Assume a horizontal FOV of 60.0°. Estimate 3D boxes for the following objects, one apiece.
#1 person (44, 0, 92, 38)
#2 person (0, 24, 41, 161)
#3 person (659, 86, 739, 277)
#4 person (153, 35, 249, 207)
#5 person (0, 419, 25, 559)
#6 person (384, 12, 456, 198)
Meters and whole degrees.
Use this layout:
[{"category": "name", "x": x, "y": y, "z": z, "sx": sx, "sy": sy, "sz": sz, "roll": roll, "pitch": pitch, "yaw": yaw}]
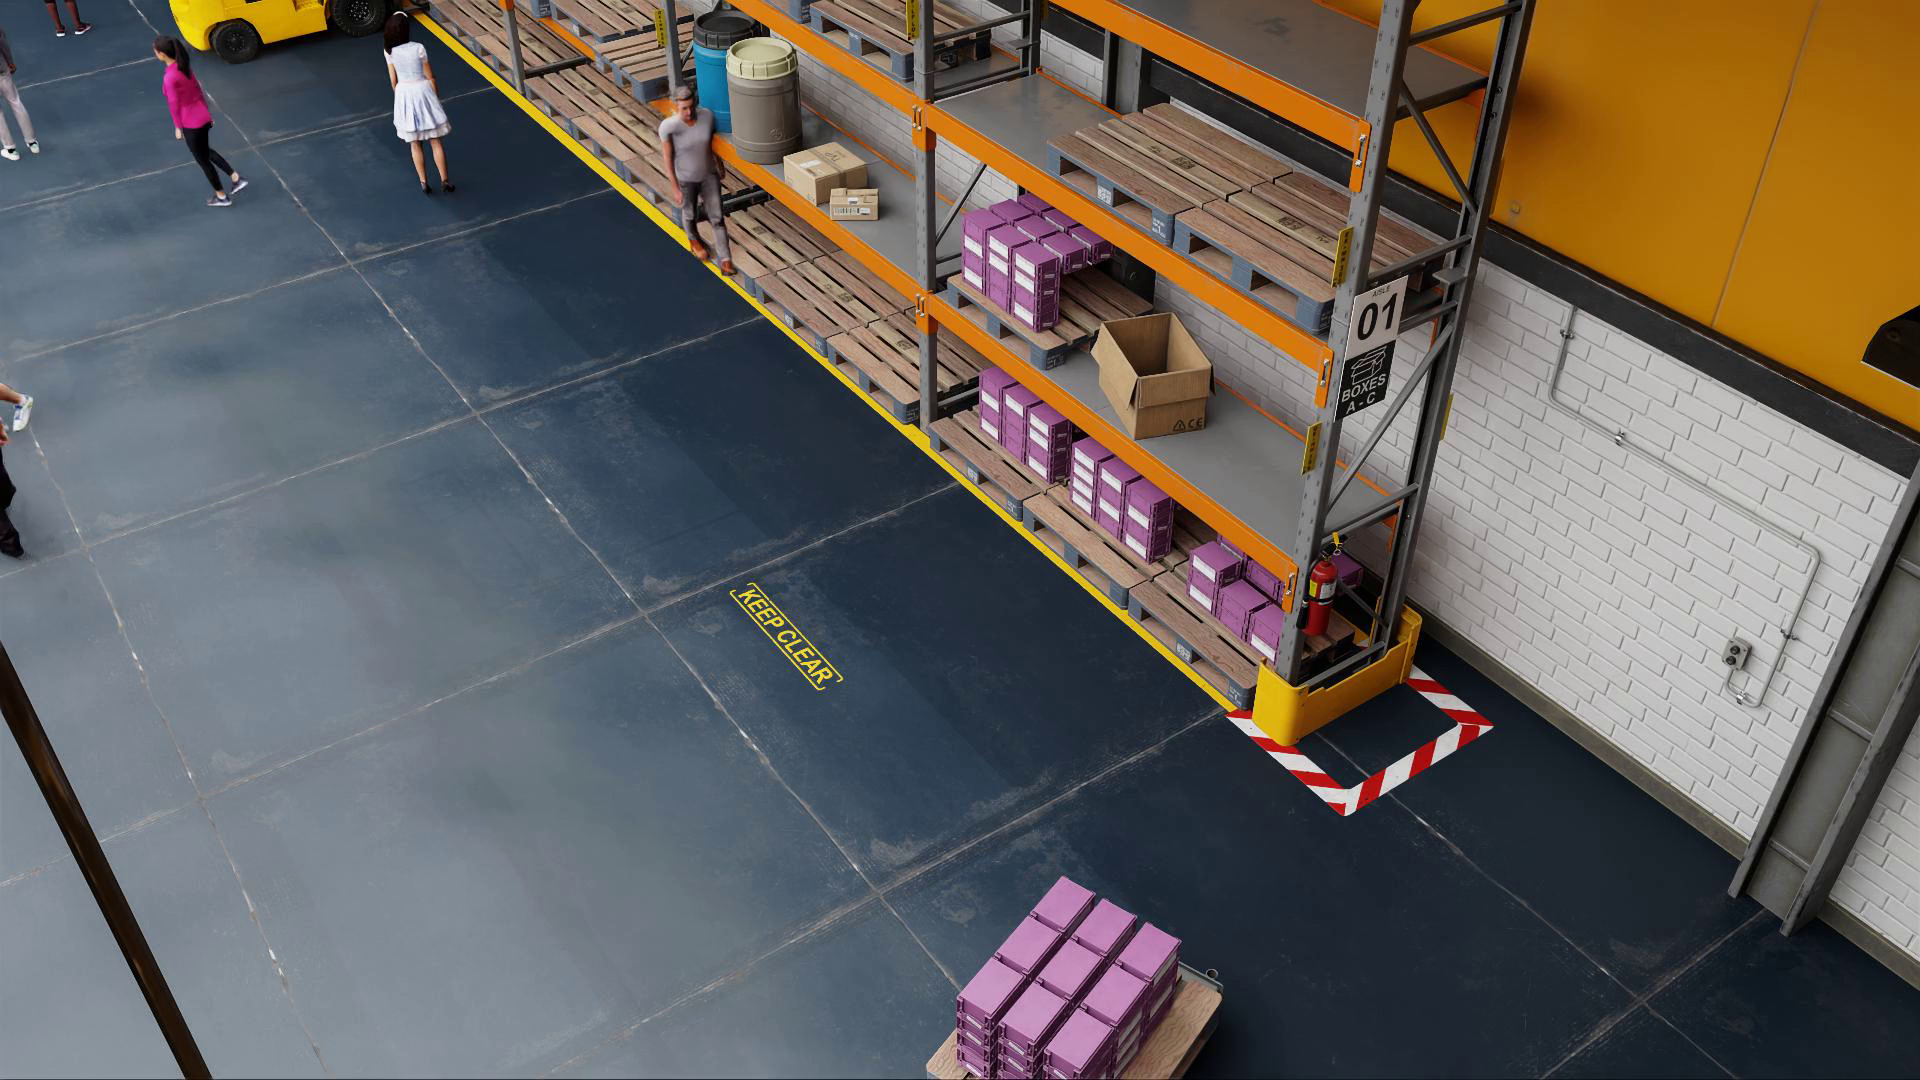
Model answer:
[{"category": "person", "x": -10.546, "y": -6.706, "z": 19.159, "sx": 0.658, "sy": 1.763, "sz": 0.651, "roll": -8, "pitch": 39, "yaw": -10}, {"category": "person", "x": -9.699, "y": -4.710, "z": 16.598, "sx": 0.709, "sy": 1.838, "sz": 0.590, "roll": -30, "pitch": 48, "yaw": -32}, {"category": "person", "x": -2.398, "y": -3.250, "z": 14.829, "sx": 0.860, "sy": 1.765, "sz": 1.182, "roll": -20, "pitch": 43, "yaw": -23}, {"category": "person", "x": -7.148, "y": -3.935, "z": 15.757, "sx": 0.837, "sy": 1.678, "sz": 0.787, "roll": 2, "pitch": 39, "yaw": 3}, {"category": "person", "x": -6.902, "y": -0.681, "z": 11.584, "sx": 0.676, "sy": 1.800, "sz": 1.163, "roll": -25, "pitch": 45, "yaw": -28}, {"category": "person", "x": -5.184, "y": -4.154, "z": 15.918, "sx": 0.839, "sy": 1.818, "sz": 0.884, "roll": -3, "pitch": 39, "yaw": -4}]
